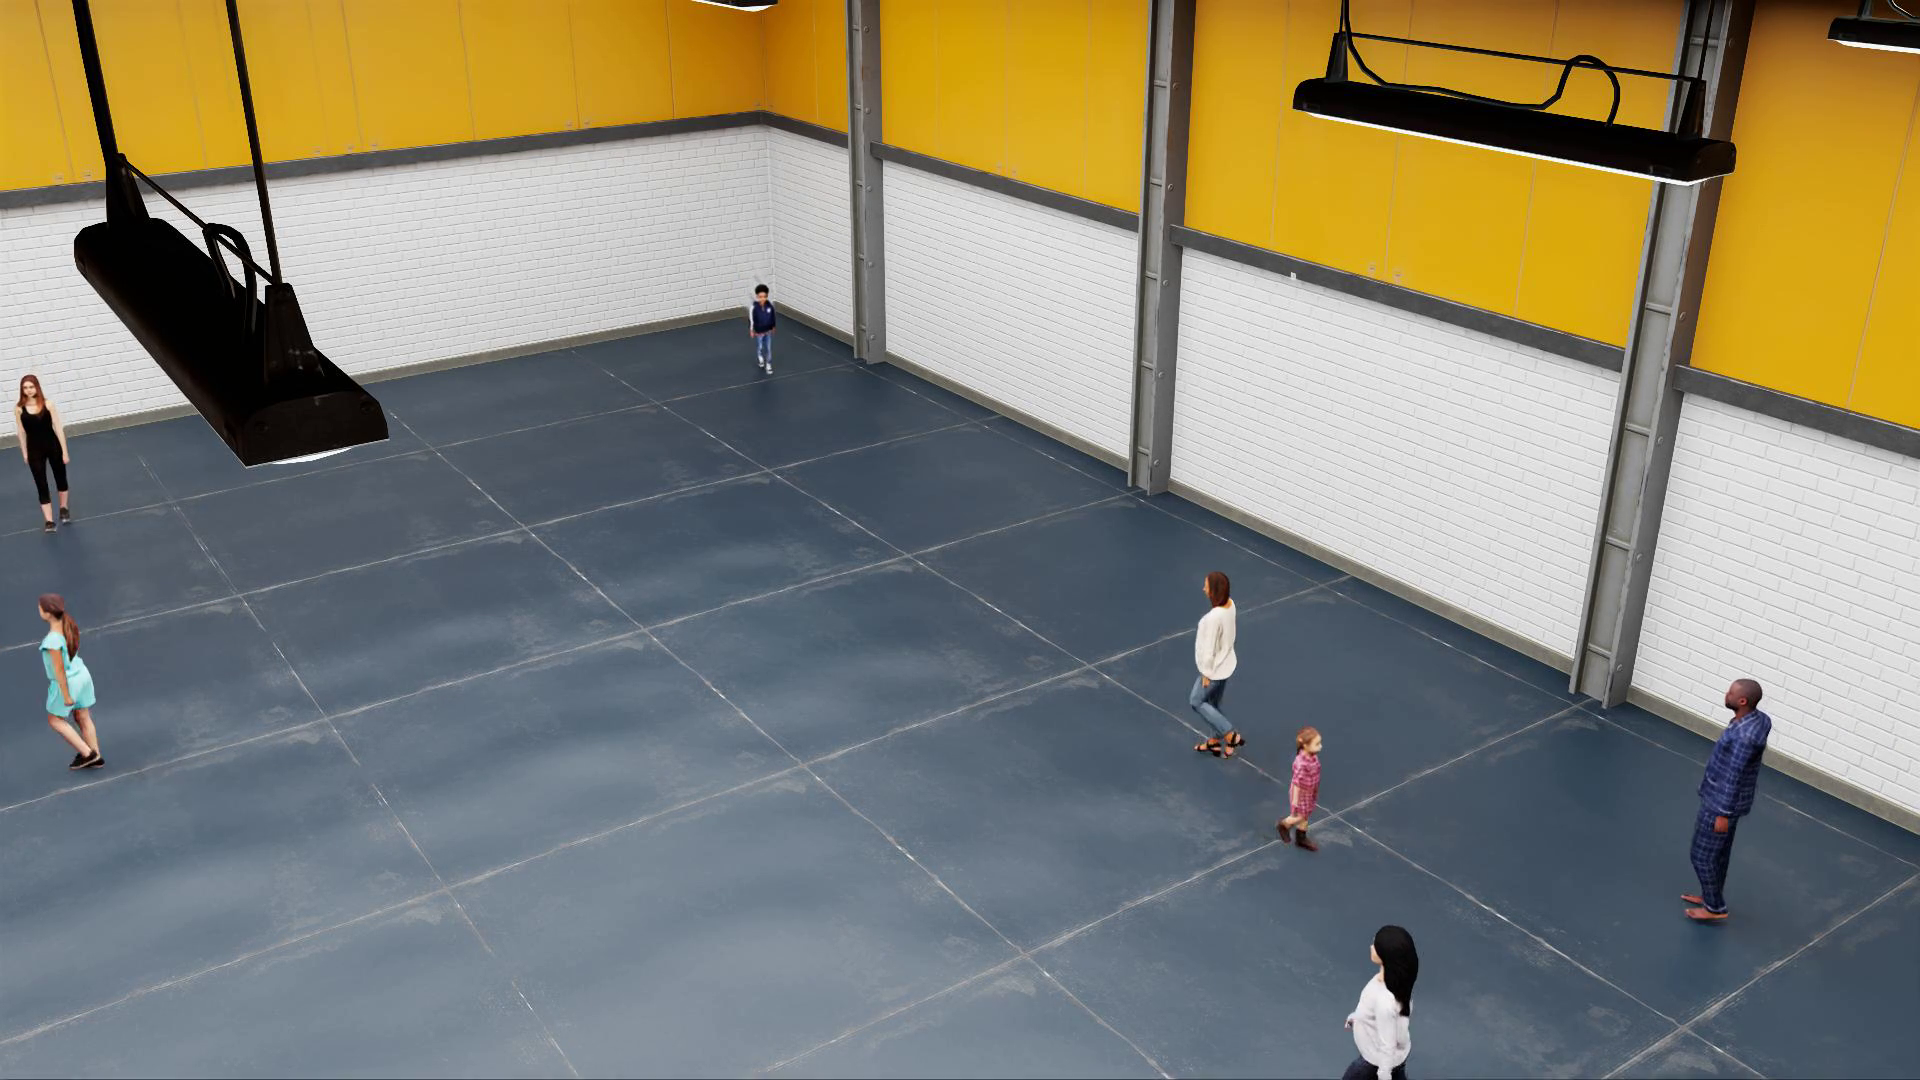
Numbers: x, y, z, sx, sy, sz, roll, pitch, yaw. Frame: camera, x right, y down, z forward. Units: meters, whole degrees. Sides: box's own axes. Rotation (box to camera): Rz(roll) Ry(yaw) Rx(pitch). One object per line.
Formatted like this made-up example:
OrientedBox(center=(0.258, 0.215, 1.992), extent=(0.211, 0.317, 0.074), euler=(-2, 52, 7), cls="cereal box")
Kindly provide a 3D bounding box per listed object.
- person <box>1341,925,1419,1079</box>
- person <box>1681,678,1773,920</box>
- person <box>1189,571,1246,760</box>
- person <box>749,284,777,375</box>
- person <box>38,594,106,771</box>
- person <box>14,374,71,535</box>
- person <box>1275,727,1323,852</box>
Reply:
OrientedBox(center=(2.401, 2.857, 9.123), extent=(1.148, 1.658, 0.945), euler=(11, 26, 23), cls="person")
OrientedBox(center=(5.265, 1.784, 11.375), extent=(0.752, 1.822, 0.783), euler=(14, 27, 29), cls="person")
OrientedBox(center=(2.122, 1.038, 13.276), extent=(0.825, 1.665, 0.778), euler=(13, 27, 27), cls="person")
OrientedBox(center=(-2.717, -2.930, 22.927), extent=(0.703, 1.207, 0.905), euler=(-6, 24, -13), cls="person")
OrientedBox(center=(-7.003, 1.136, 13.197), extent=(0.736, 1.548, 0.675), euler=(3, 24, 7), cls="person")
OrientedBox(center=(-9.781, -0.966, 17.821), extent=(0.742, 1.696, 1.106), euler=(-10, 25, -21), cls="person")
OrientedBox(center=(2.514, 1.822, 12.290), extent=(0.616, 1.018, 0.527), euler=(14, 27, 30), cls="person")
